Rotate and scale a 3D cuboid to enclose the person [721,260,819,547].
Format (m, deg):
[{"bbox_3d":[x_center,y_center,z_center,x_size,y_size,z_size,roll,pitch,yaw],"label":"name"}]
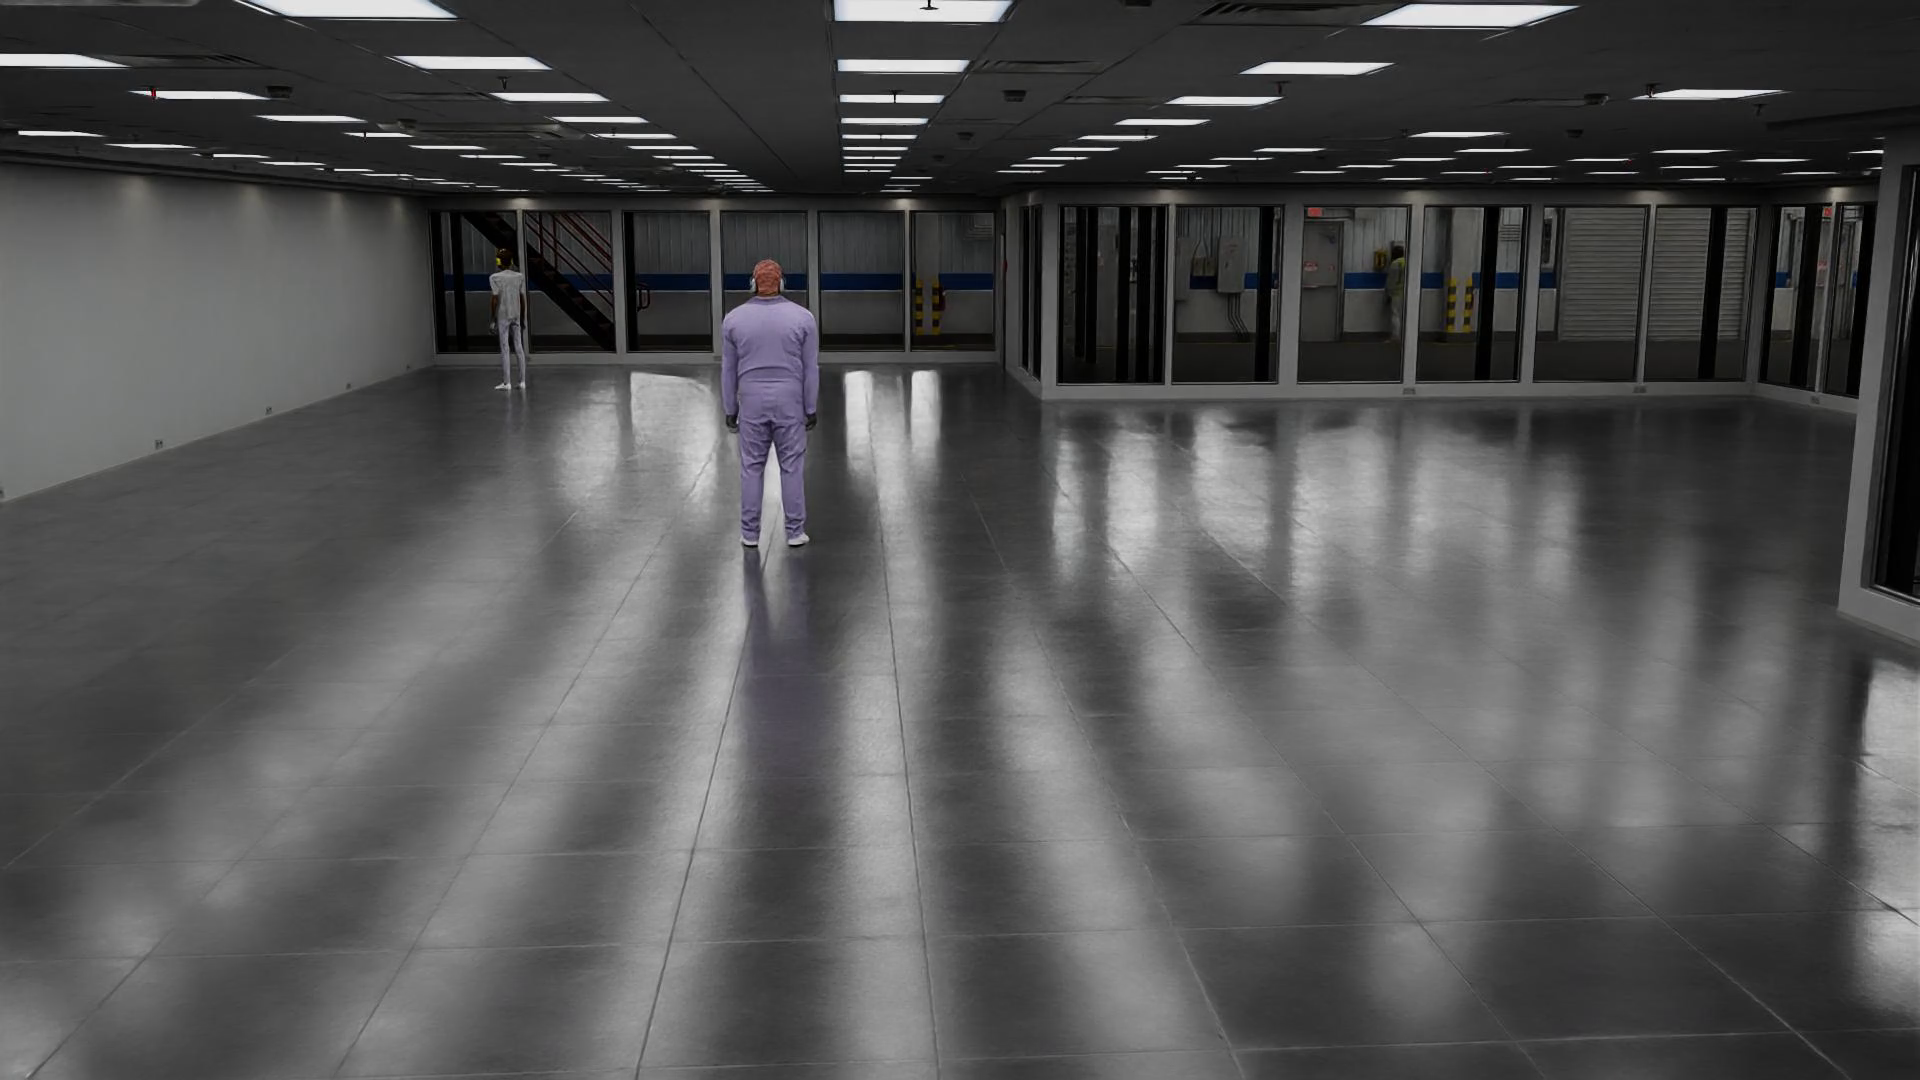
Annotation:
[{"bbox_3d":[-1.253,-0.892,11.029,0.644,1.900,0.399,0,11,0],"label":"person"}]

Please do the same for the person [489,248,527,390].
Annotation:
[{"bbox_3d":[-5.982,-2.915,22.003,0.513,1.877,0.328,-10,14,-43],"label":"person"}]
